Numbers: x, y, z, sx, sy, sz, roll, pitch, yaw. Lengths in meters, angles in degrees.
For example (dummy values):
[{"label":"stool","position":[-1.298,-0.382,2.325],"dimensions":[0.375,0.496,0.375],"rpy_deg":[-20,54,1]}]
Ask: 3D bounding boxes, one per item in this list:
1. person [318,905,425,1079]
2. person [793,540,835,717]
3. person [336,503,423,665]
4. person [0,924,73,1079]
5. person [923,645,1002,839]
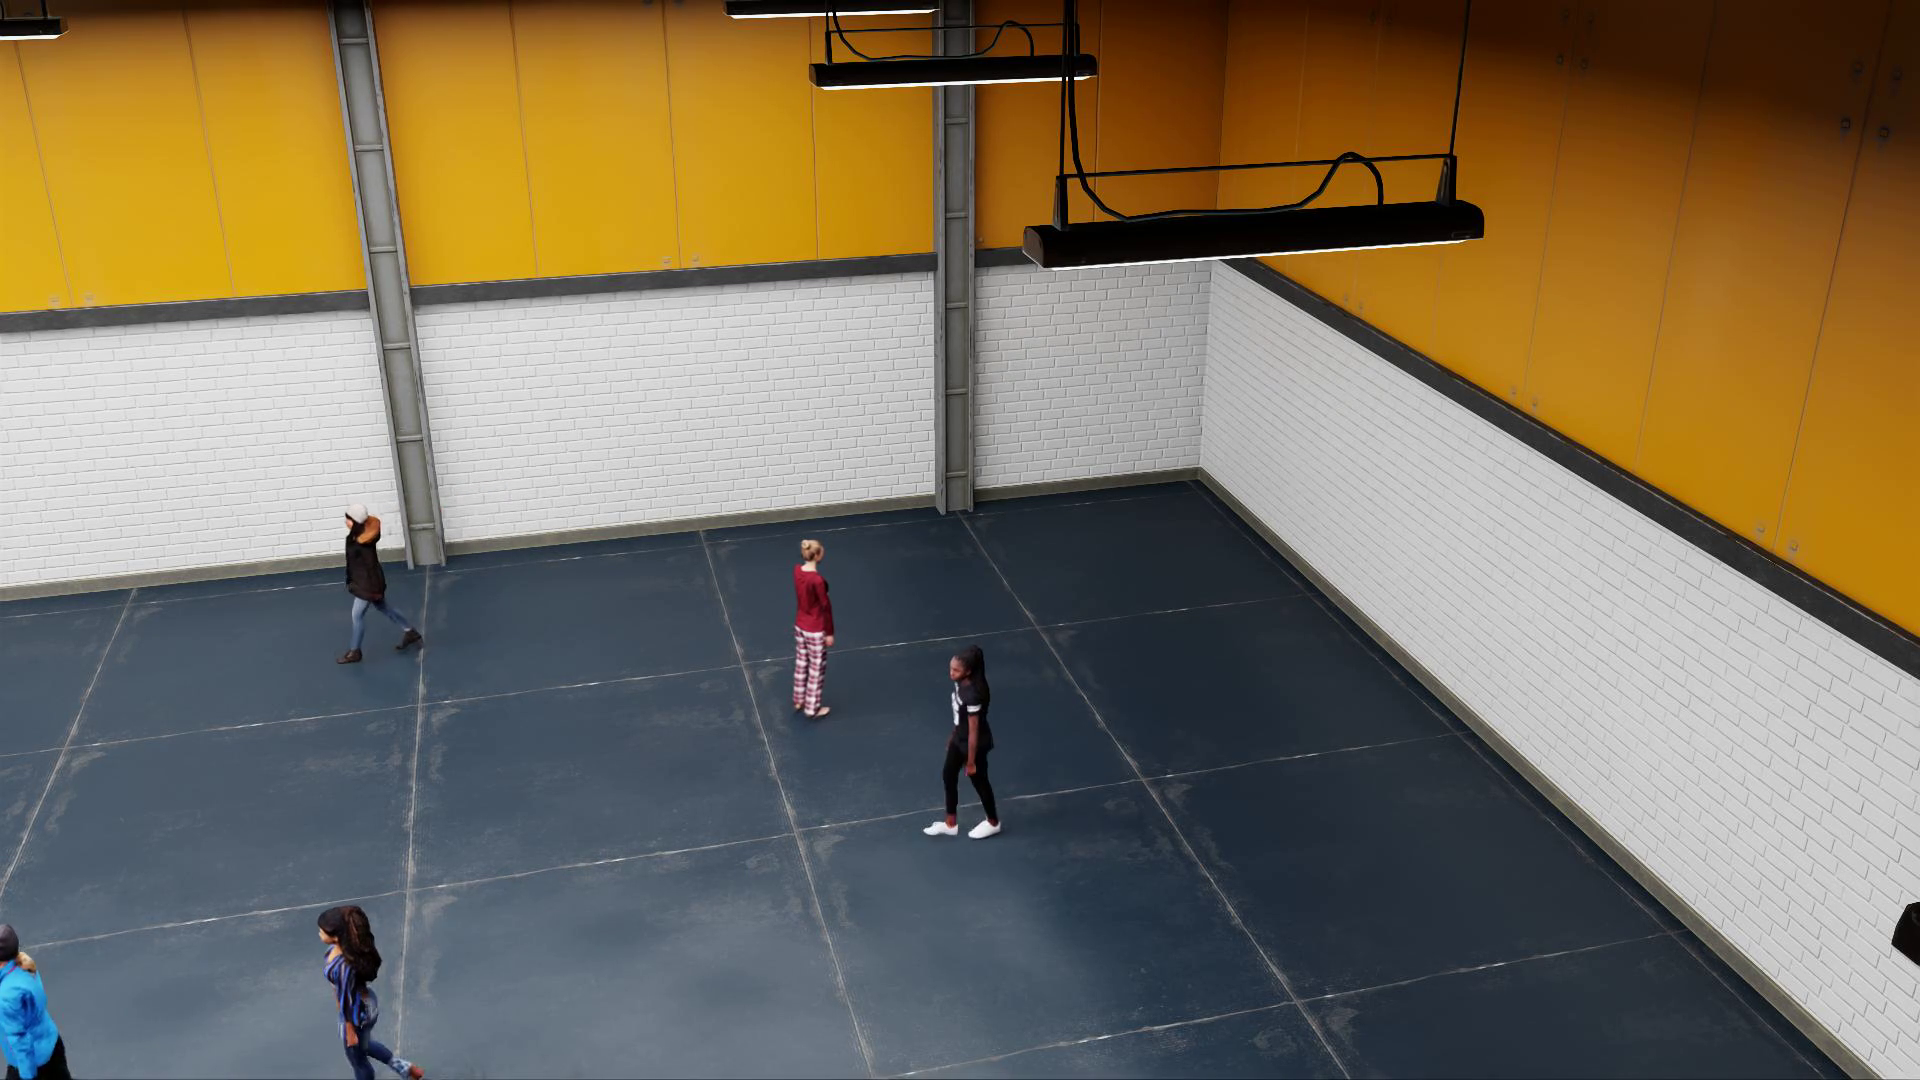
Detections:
[{"label":"person","position":[-3.635,2.895,10.235],"dimensions":[0.690,1.608,0.624],"rpy_deg":[-7,24,-15]},{"label":"person","position":[-1.341,0.773,14.978],"dimensions":[0.707,1.696,0.713],"rpy_deg":[-19,30,-37]},{"label":"person","position":[-5.601,0.392,15.965],"dimensions":[1.071,1.603,0.712],"rpy_deg":[-9,25,-21]},{"label":"person","position":[-5.324,3.016,9.753],"dimensions":[0.838,1.772,0.653],"rpy_deg":[-4,24,-10]},{"label":"person","position":[0.166,1.597,13.075],"dimensions":[0.843,1.711,0.638],"rpy_deg":[-6,24,-14]}]
